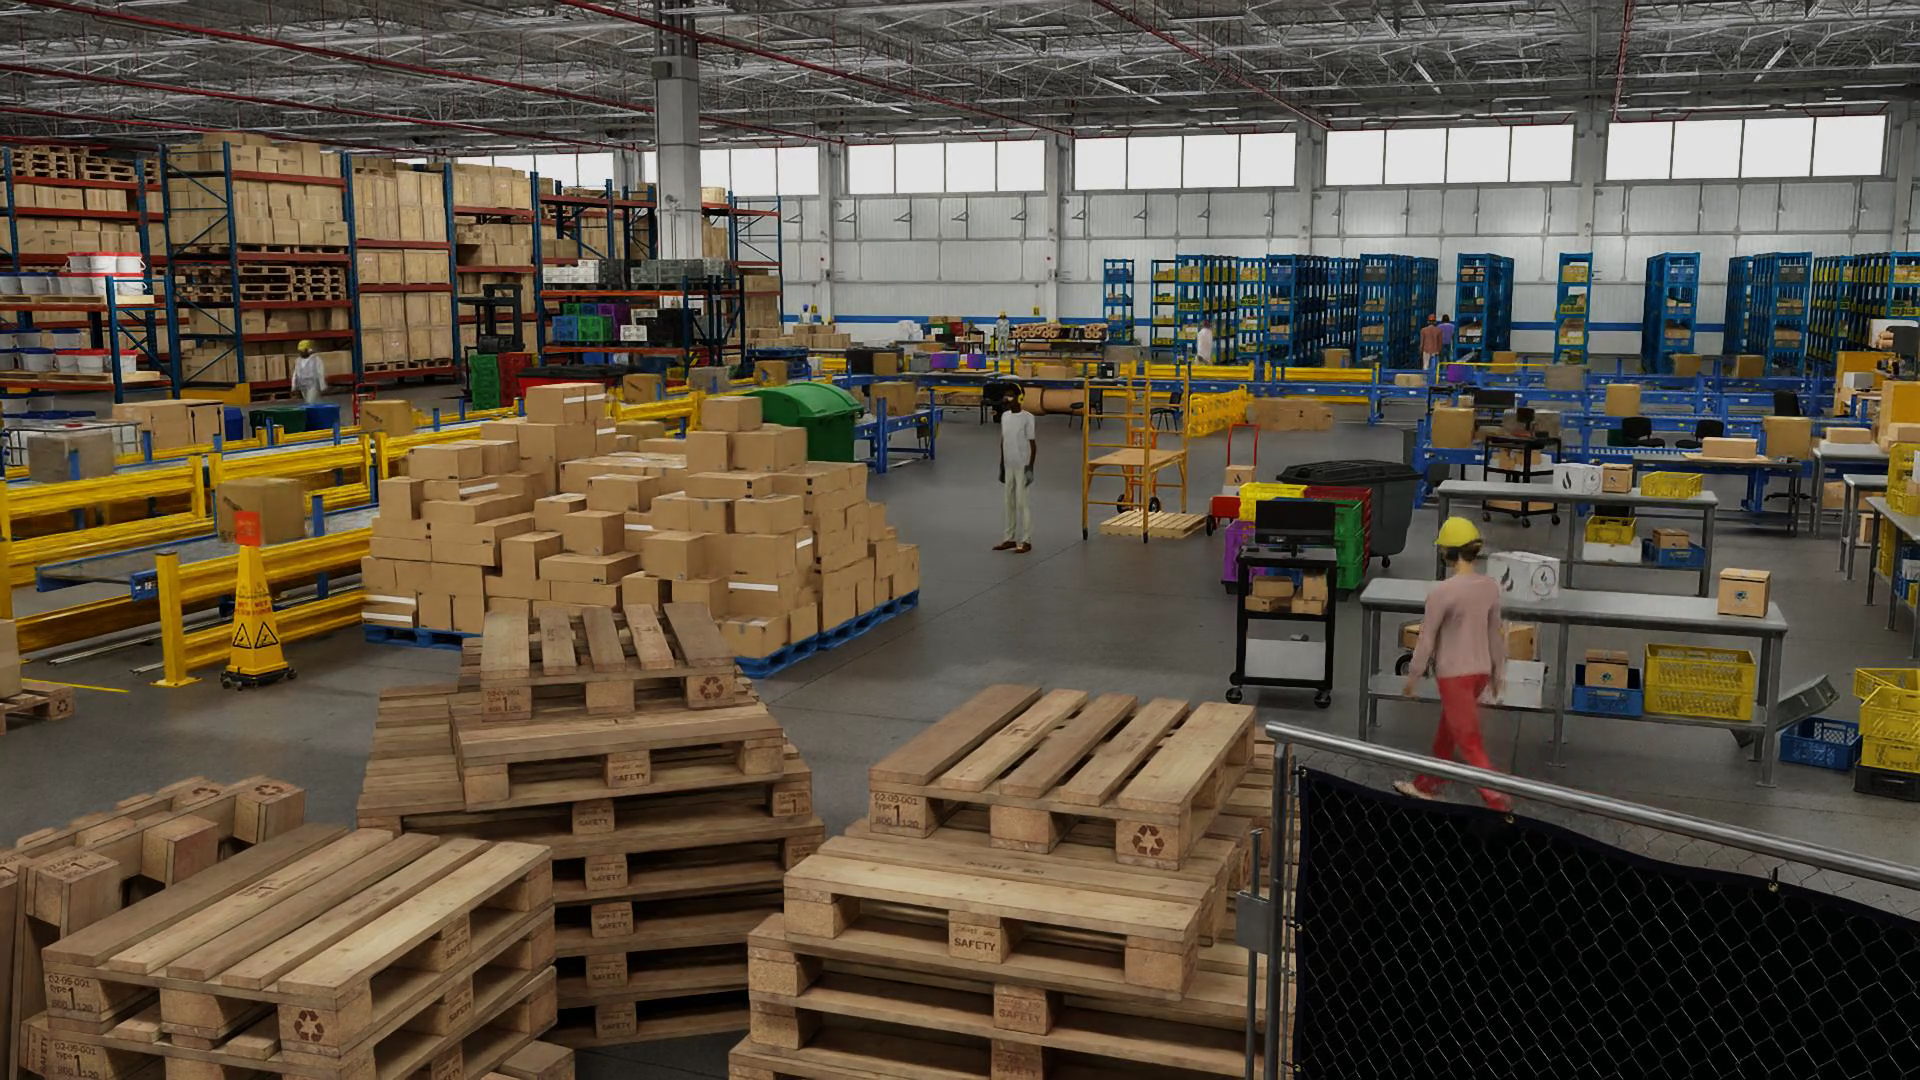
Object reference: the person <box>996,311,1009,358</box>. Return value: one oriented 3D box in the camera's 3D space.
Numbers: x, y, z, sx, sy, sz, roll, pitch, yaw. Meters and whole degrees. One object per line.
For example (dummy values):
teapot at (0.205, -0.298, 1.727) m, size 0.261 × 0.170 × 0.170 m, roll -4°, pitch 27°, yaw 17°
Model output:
person at (1.571, -7.506, 60.815) m, size 0.480 × 1.733 × 0.336 m, roll -2°, pitch 9°, yaw -10°

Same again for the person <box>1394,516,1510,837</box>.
person at (2.737, 0.732, 9.153) m, size 0.541 × 1.716 × 0.926 m, roll -6°, pitch 11°, yaw -34°

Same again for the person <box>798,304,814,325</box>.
person at (-5.957, -8.176, 64.403) m, size 0.611 × 1.930 × 0.627 m, roll -1°, pitch 9°, yaw -9°

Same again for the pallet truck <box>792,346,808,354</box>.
pallet truck at (-3.705, -4.298, 42.022) m, size 0.653 × 1.274 × 1.630 m, roll 3°, pitch 10°, yaw 20°

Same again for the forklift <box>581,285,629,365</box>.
forklift at (-10.322, -6.211, 49.086) m, size 1.129 × 2.768 × 1.873 m, roll 3°, pitch 10°, yaw 20°

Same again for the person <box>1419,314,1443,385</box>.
person at (12.646, -5.068, 44.683) m, size 0.612 × 1.995 × 0.382 m, roll 1°, pitch 9°, yaw 6°

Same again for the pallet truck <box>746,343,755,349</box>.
pallet truck at (-6.183, -4.618, 44.264) m, size 1.601 × 1.201 × 0.680 m, roll -9°, pitch 12°, yaw -43°

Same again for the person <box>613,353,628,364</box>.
person at (-7.610, -3.792, 37.690) m, size 0.740 × 1.666 × 0.527 m, roll -5°, pitch 10°, yaw -30°

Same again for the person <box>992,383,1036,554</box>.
person at (0.612, -0.783, 18.170) m, size 0.331 × 1.872 × 0.513 m, roll -8°, pitch 12°, yaw -42°

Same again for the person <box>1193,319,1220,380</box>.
person at (6.643, -5.041, 44.929) m, size 0.936 × 1.872 × 0.658 m, roll 9°, pitch 12°, yaw 43°

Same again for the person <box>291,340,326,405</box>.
person at (-12.493, -2.899, 31.710) m, size 0.626 × 1.782 × 0.917 m, roll 3°, pitch 10°, yaw 19°

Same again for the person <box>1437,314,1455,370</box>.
person at (14.798, -5.957, 50.723) m, size 0.567 × 1.848 × 0.389 m, roll 0°, pitch 9°, yaw 1°

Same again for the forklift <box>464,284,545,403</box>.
forklift at (-10.832, -4.702, 39.610) m, size 1.129 × 2.768 × 1.873 m, roll 3°, pitch 10°, yaw 20°
